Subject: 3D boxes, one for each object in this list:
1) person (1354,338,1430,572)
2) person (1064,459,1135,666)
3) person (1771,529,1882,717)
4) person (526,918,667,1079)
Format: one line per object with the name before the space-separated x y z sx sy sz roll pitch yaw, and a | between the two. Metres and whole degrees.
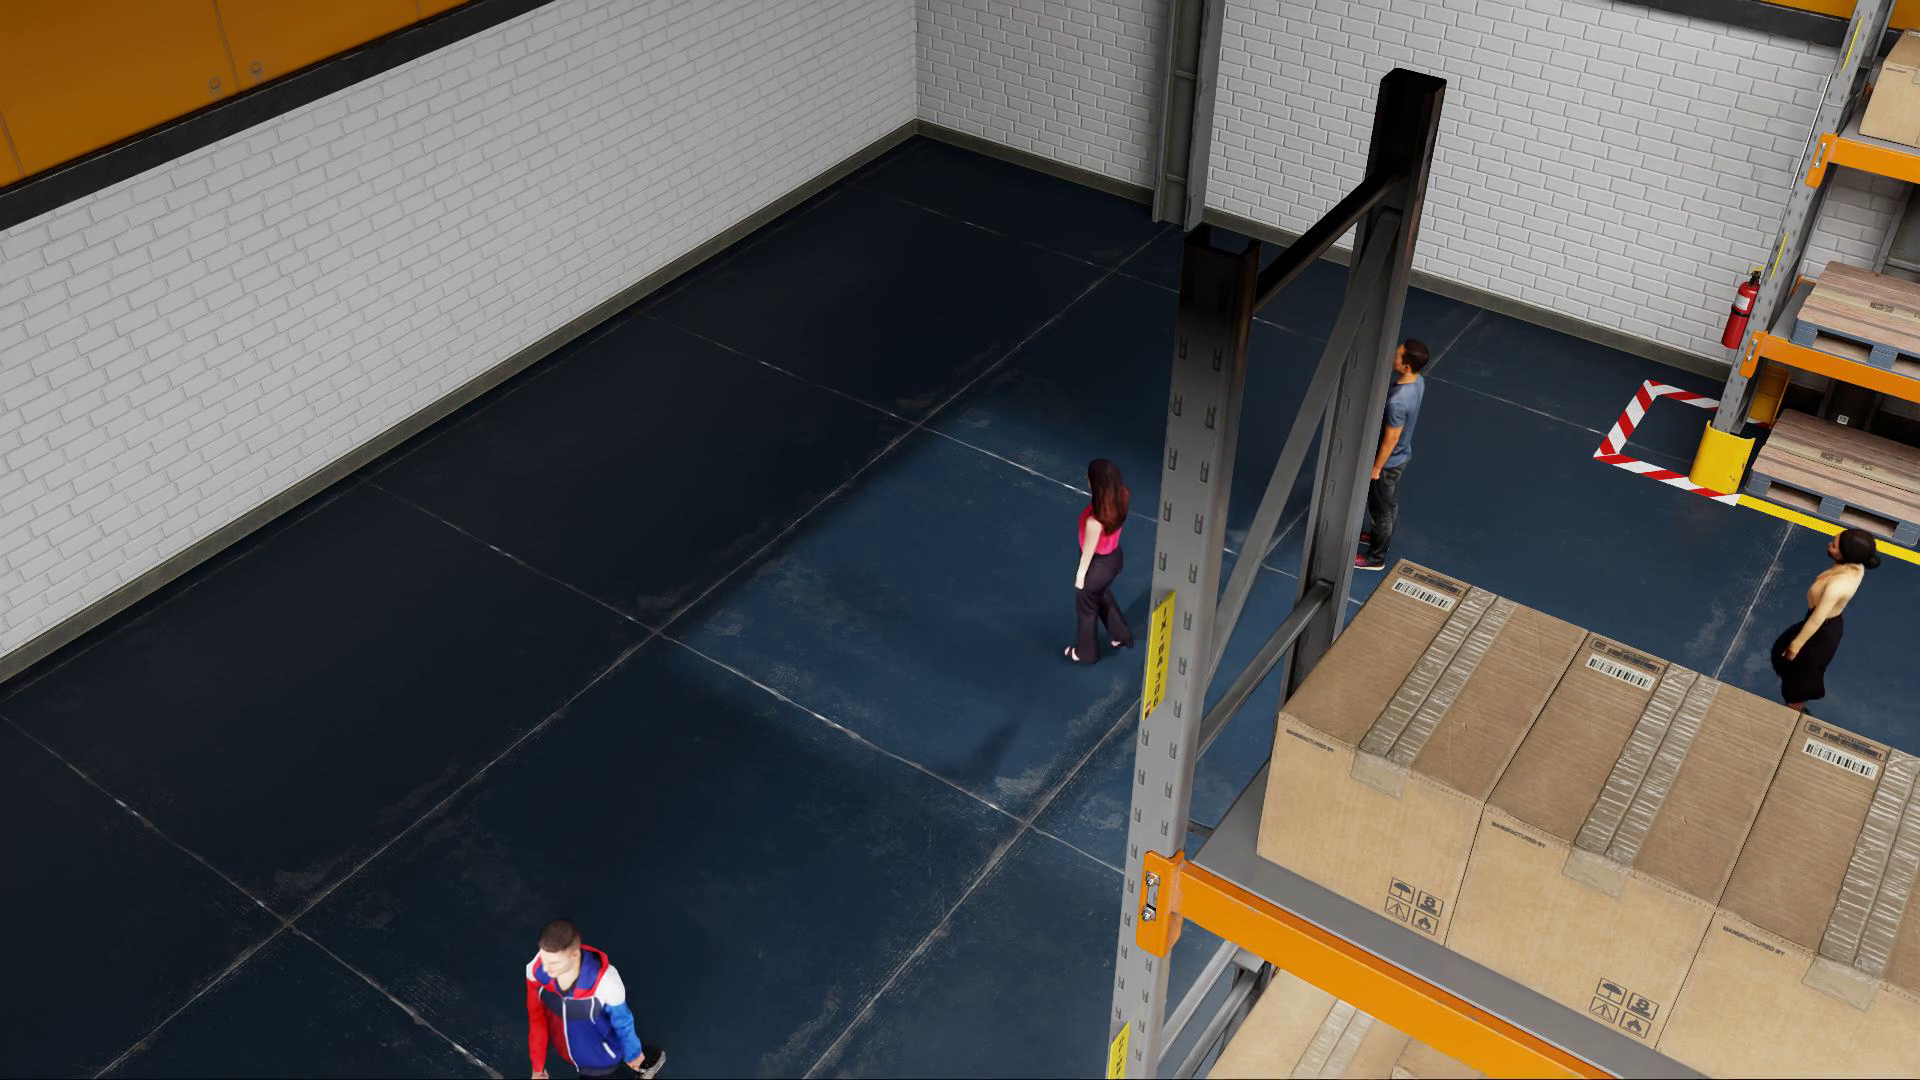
person | 2.932 -0.588 11.319 0.596 1.811 0.683 16 41 19
person | 0.933 0.176 10.490 0.674 1.651 0.614 21 43 24
person | 5.186 0.623 9.935 0.624 1.647 0.622 29 47 31
person | -1.677 2.284 7.796 1.190 1.720 0.813 17 42 20
